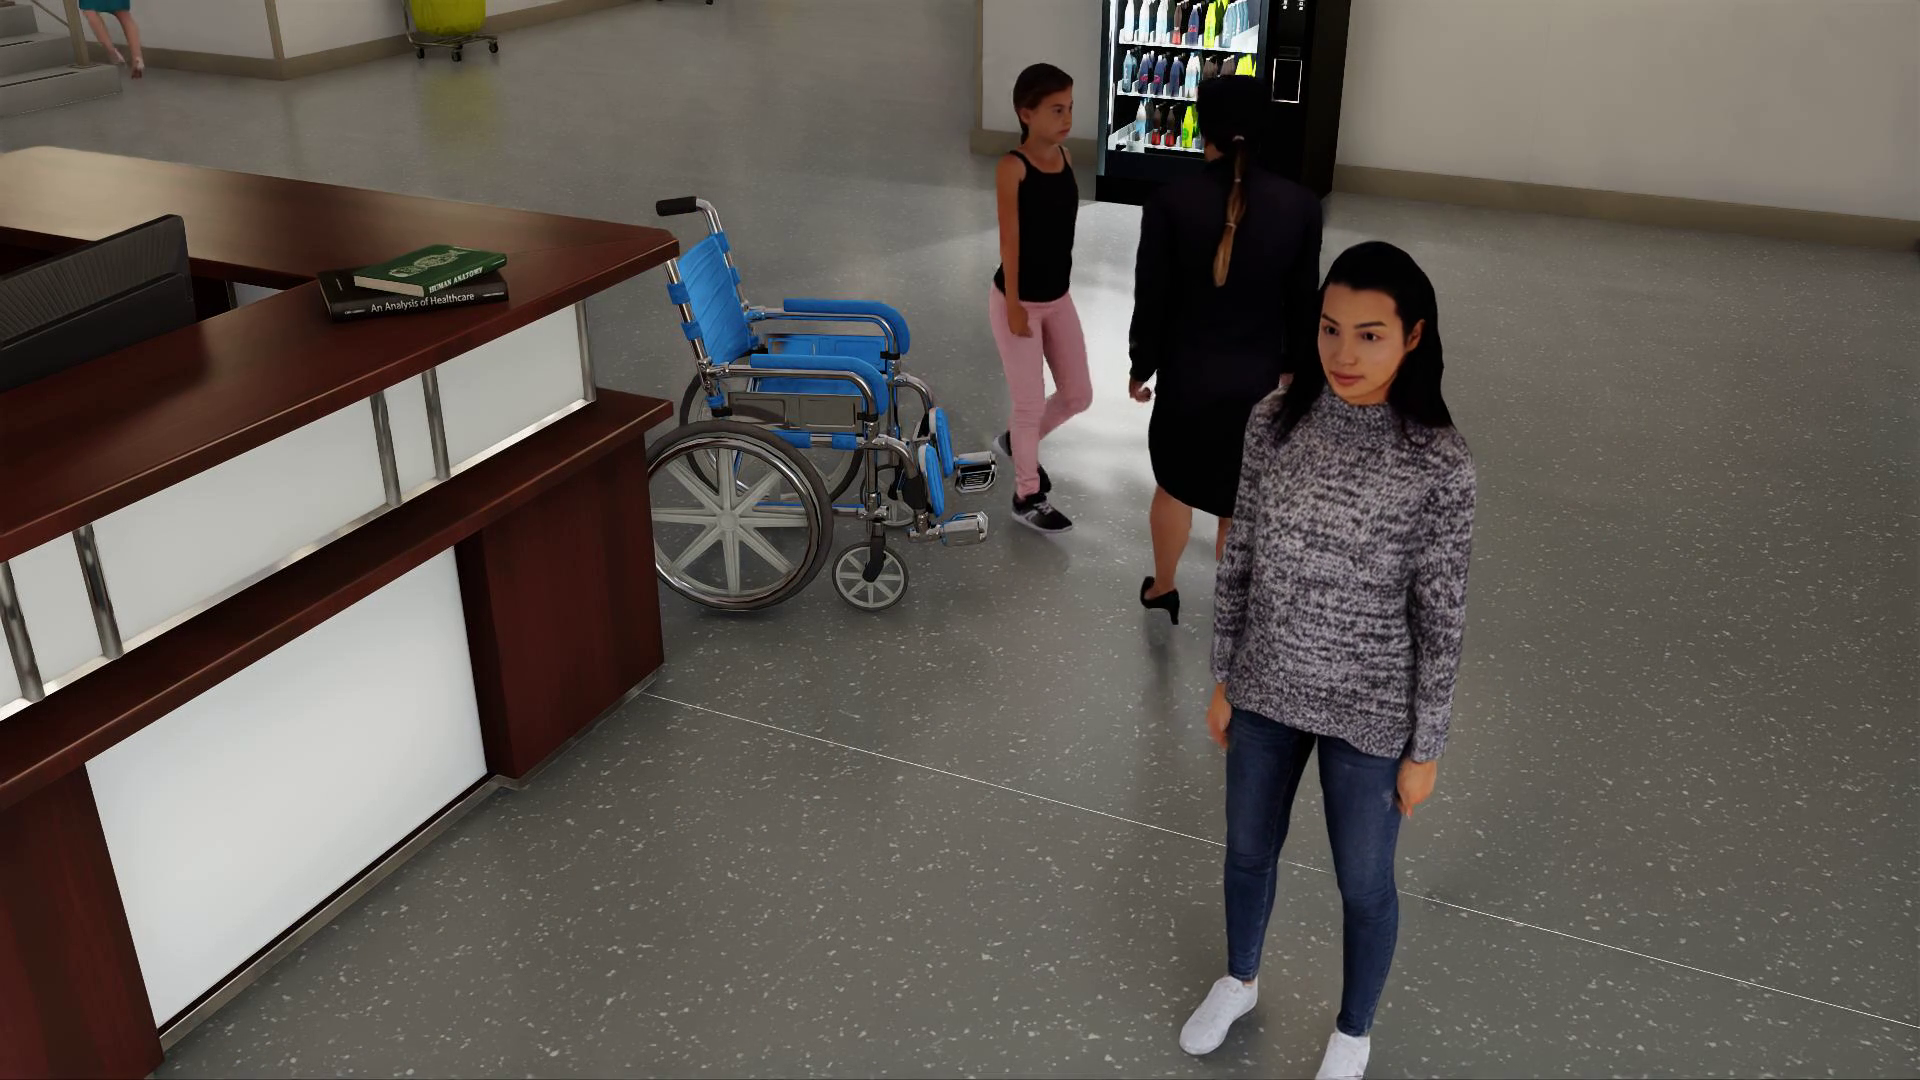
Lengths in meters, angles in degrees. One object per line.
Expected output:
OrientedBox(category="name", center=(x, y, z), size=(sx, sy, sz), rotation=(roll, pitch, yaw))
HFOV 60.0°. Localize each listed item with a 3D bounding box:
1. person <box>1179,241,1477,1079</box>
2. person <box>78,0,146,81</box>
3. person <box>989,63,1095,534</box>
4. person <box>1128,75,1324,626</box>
OrientedBox(category="person", center=(0.691, 0.285, 3.098), size=(0.538, 1.731, 0.727), rotation=(18, 31, 33))
OrientedBox(category="person", center=(-6.590, -4.414, 12.914), size=(0.623, 1.669, 0.540), rotation=(14, 29, 27))
OrientedBox(category="person", center=(0.203, -0.794, 5.542), size=(0.665, 1.551, 0.784), rotation=(-22, 33, -37))
OrientedBox(category="person", center=(0.720, -0.418, 4.640), size=(0.851, 1.657, 0.925), rotation=(0, 26, 0))
